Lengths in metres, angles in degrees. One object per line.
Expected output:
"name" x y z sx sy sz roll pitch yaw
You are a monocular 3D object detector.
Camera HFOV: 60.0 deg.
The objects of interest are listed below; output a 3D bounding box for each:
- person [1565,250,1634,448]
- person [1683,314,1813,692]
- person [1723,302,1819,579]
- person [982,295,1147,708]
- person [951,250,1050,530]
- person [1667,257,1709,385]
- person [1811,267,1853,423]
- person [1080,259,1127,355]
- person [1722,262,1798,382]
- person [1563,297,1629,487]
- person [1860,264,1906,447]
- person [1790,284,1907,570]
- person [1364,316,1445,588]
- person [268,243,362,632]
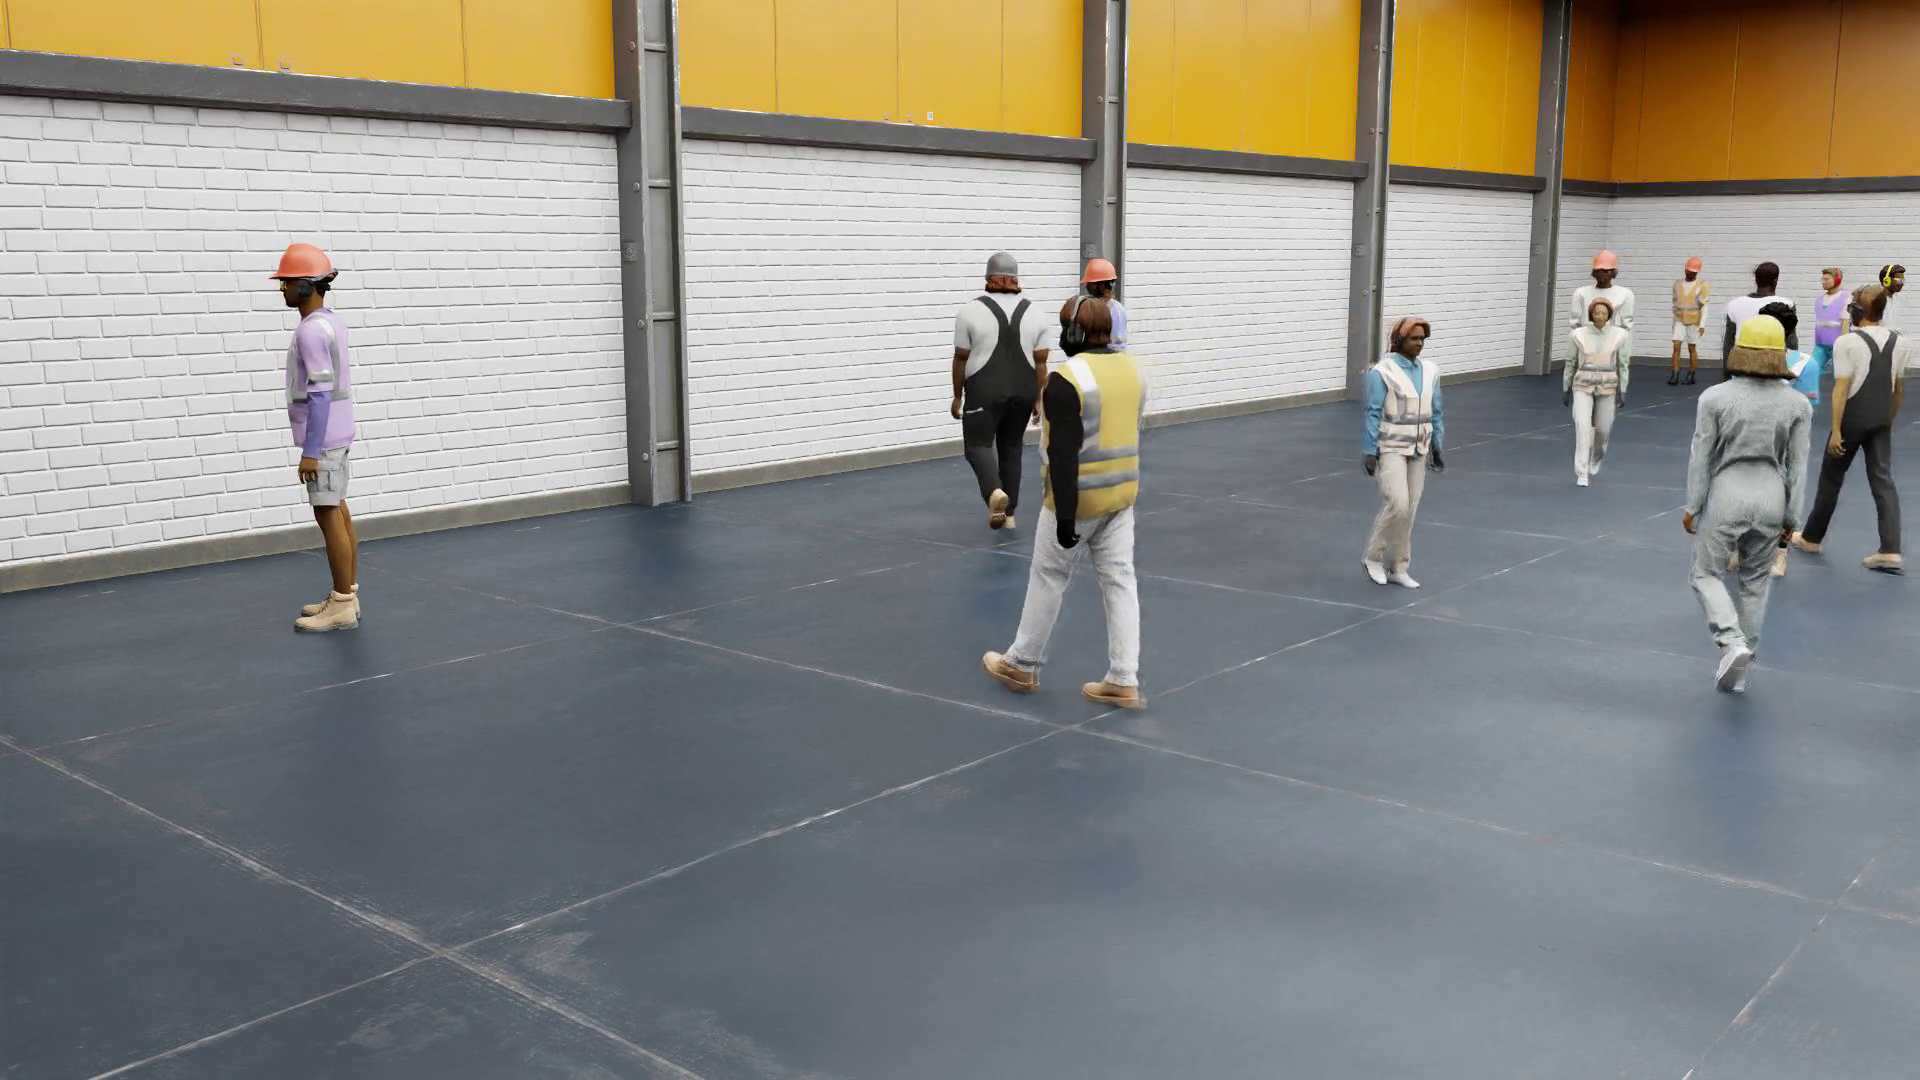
"person" 6.583 -1.966 17.083 0.615 2.012 0.993 8 13 39
"person" 3.529 -0.141 7.456 0.495 1.728 0.558 1 10 7
"person" 4.964 -0.611 10.235 0.320 1.698 0.531 -10 14 -44
"person" 0.486 -0.184 7.474 0.653 1.808 0.884 -9 14 -43
"person" 0.300 -1.061 11.820 0.690 2.000 0.743 -3 10 -18
"person" 10.702 -3.205 24.447 0.559 1.884 0.830 9 13 40
"person" 10.103 -2.241 19.190 0.884 1.816 0.572 -3 10 -15
"person" 1.165 -1.323 13.619 0.376 1.934 0.546 -3 10 -16
"person" 7.131 -1.512 14.812 0.538 1.901 0.600 -7 12 -35
"person" 5.474 -1.294 14.354 0.520 1.613 0.717 3 10 16
"person" 9.335 -1.855 16.875 0.506 1.861 0.329 -10 14 -43
"person" 5.761 -0.728 10.630 0.524 1.796 0.992 -1 10 -7
"person" 2.644 -0.510 9.879 0.516 1.627 0.368 -6 11 -29
"person" -3.406 -0.535 8.815 0.377 2.045 0.605 -2 10 -11
